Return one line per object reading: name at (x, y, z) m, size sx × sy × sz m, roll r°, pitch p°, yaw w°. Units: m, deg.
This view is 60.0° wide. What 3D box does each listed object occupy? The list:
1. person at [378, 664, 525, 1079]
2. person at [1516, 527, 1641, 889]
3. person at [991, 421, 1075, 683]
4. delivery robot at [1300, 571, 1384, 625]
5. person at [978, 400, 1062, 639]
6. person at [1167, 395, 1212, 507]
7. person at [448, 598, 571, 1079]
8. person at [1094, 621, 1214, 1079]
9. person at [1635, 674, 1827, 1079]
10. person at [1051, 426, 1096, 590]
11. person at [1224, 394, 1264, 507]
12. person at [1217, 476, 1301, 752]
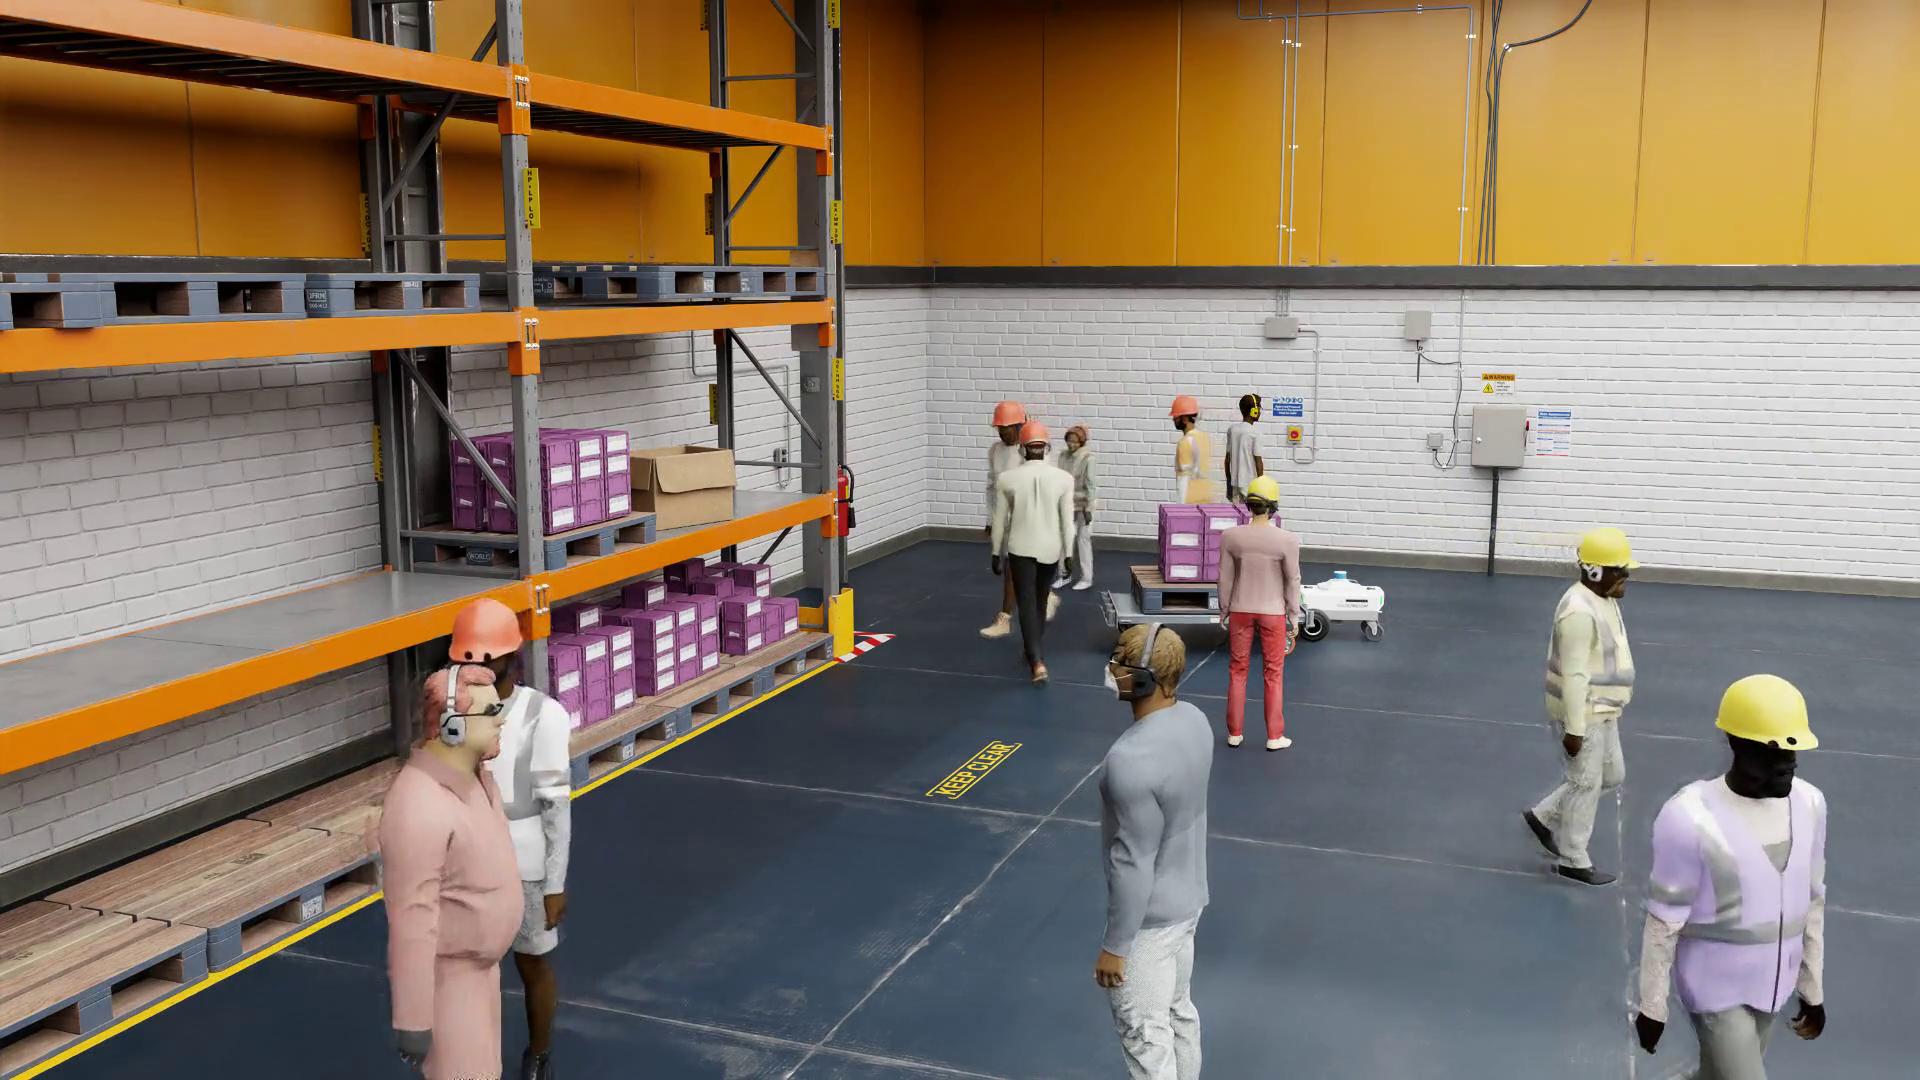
person at (-1.597, 1.303, 5.025) m, size 0.561 × 1.893 × 0.656 m, roll -1°, pitch 9°, yaw -6°
person at (3.083, 0.824, 8.241) m, size 0.465 × 1.816 × 0.608 m, roll 5°, pitch 10°, yaw 30°
person at (0.556, 0.079, 12.542) m, size 0.617 × 1.952 × 1.011 m, roll -1°, pitch 9°, yaw -7°
delivery robot at (3.174, 0.504, 13.911) m, size 0.707 × 0.478 × 0.477 m, roll 1°, pitch 9°, yaw 6°
person at (0.527, -0.196, 14.113) m, size 0.923 × 2.007 × 0.640 m, roll -8°, pitch 12°, yaw -40°
person at (2.163, -0.384, 15.474) m, size 0.501 × 1.928 × 0.594 m, roll 6°, pitch 11°, yaw 31°
person at (-1.646, 1.161, 5.802) m, size 0.567 × 1.916 × 0.672 m, roll 2°, pitch 9°, yaw 11°
person at (0.611, 1.215, 5.408) m, size 0.371 × 1.940 × 0.630 m, roll 4°, pitch 10°, yaw 25°
person at (2.298, 1.300, 5.025) m, size 0.591 × 1.893 × 0.943 m, roll -4°, pitch 10°, yaw -23°
person at (1.119, -0.296, 15.917) m, size 0.496 × 1.605 × 0.534 m, roll -8°, pitch 12°, yaw -42°
person at (2.837, -0.518, 16.507) m, size 0.311 × 1.869 × 0.530 m, roll -6°, pitch 11°, yaw -33°
person at (1.913, 0.468, 10.641) m, size 0.535 × 1.766 × 0.317 m, roll 4°, pitch 10°, yaw 23°
